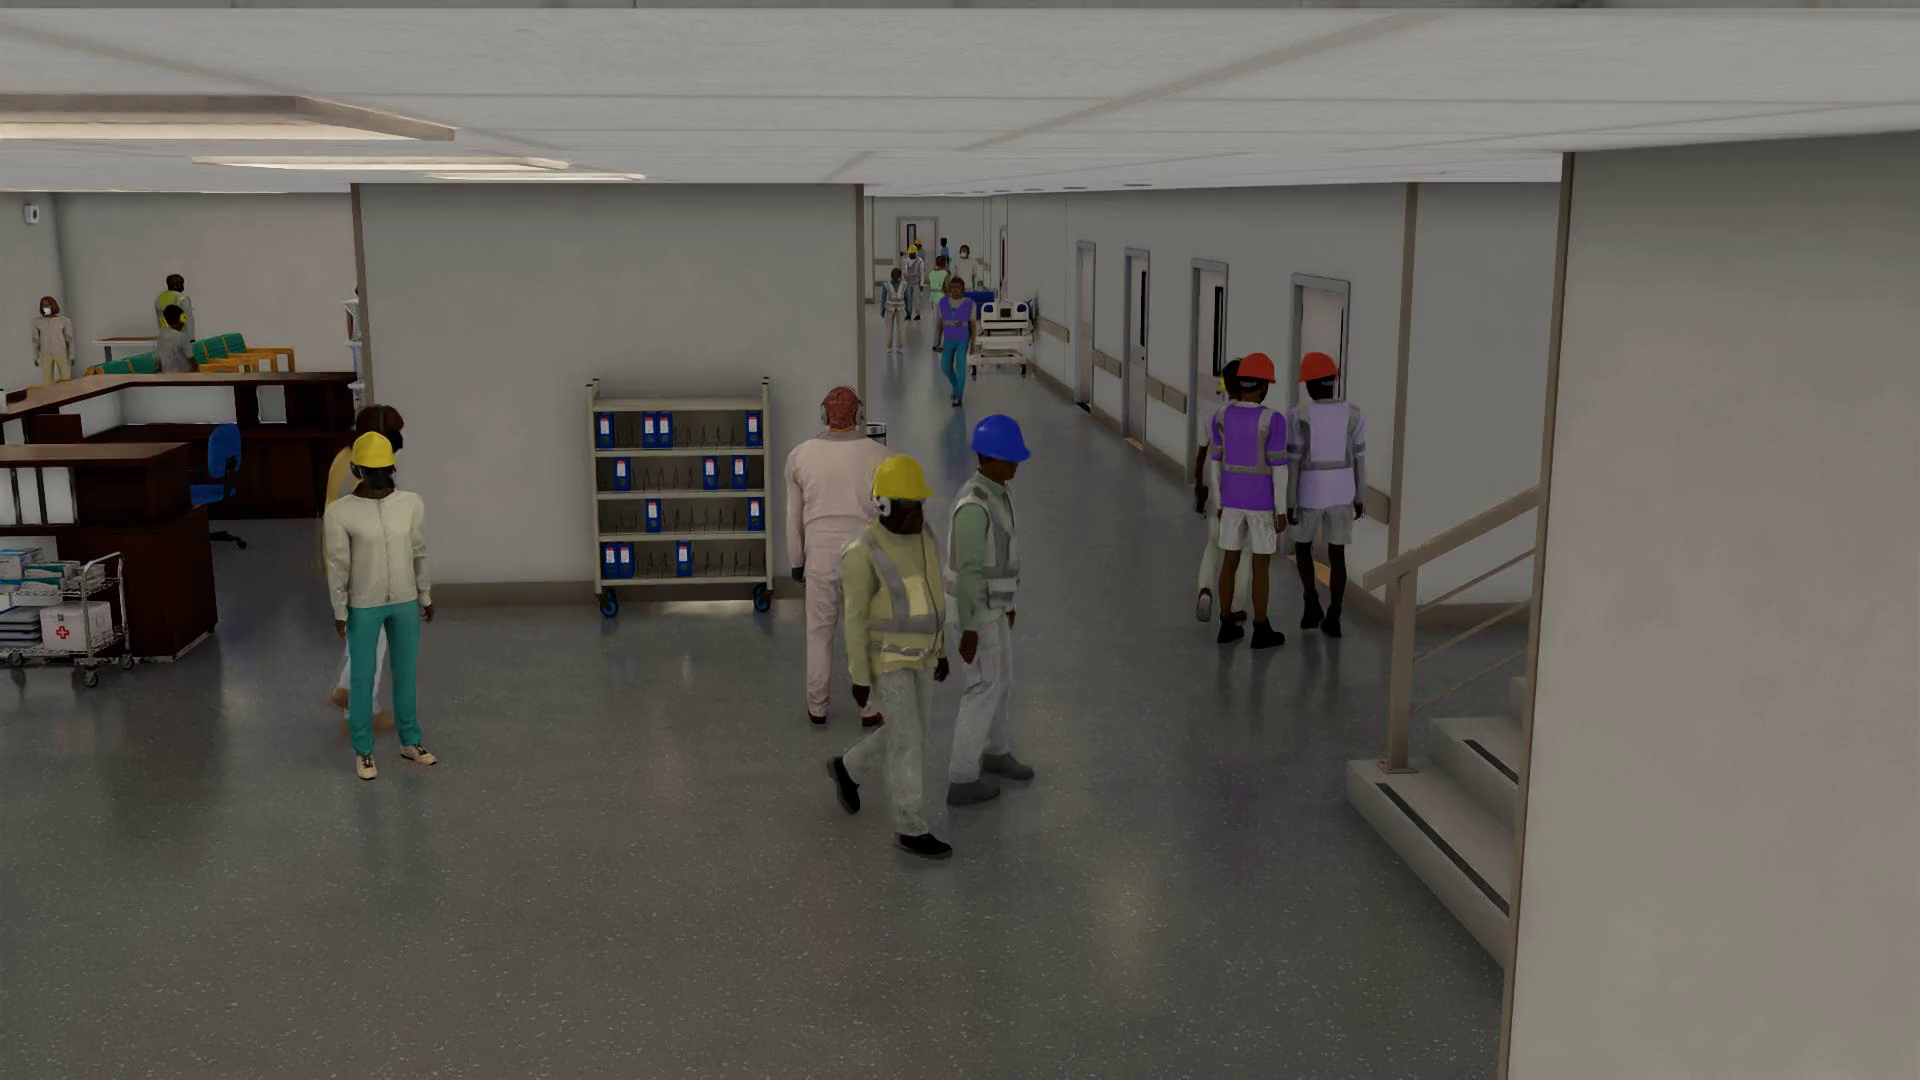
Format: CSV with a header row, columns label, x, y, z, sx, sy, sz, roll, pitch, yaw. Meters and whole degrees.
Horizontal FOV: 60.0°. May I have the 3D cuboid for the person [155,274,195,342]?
label,x,y,z,sx,sy,sz,roll,pitch,yaw
person,-11.415,-2.961,24.324,0.633,1.841,0.429,5,13,23

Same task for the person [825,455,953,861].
label,x,y,z,sx,sy,sz,roll,pitch,yaw
person,-0.333,0.495,7.495,0.727,1.813,0.593,7,14,32

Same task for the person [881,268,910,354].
label,x,y,z,sx,sy,sz,roll,pitch,yaw
person,-1.229,-4.359,31.710,0.571,1.604,0.712,-2,12,-8

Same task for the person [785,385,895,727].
label,x,y,z,sx,sy,sz,roll,pitch,yaw
person,-0.638,0.092,9.269,0.645,1.900,0.398,1,12,6

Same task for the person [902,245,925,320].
label,x,y,z,sx,sy,sz,roll,pitch,yaw
person,-1.152,-6.294,40.662,0.590,1.824,0.403,6,13,26

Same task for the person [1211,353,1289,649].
label,x,y,z,sx,sy,sz,roll,pitch,yaw
person,1.904,-0.255,10.874,0.543,1.933,0.364,9,15,38

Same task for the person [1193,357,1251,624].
label,x,y,z,sx,sy,sz,roll,pitch,yaw
person,1.855,-0.306,11.322,0.530,1.857,0.537,4,12,20

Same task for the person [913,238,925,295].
label,x,y,z,sx,sy,sz,roll,pitch,yaw
person,-1.305,-8.404,51.178,0.484,1.736,0.306,-1,12,-7

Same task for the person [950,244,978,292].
label,x,y,z,sx,sy,sz,roll,pitch,yaw
person,0.096,-5.587,36.923,0.629,1.937,0.378,-3,12,-14

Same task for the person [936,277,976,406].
label,x,y,z,sx,sy,sz,roll,pitch,yaw
person,-0.046,-2.832,23.707,0.597,1.832,0.468,4,12,19

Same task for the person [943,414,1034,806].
label,x,y,z,sx,sy,sz,roll,pitch,yaw
person,0.134,0.328,8.091,0.444,1.915,0.691,2,12,9

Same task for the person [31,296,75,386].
label,x,y,z,sx,sy,sz,roll,pitch,yaw
person,-12.195,-2.461,22.390,0.507,1.633,0.277,-3,12,-17

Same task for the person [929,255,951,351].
label,x,y,z,sx,sy,sz,roll,pitch,yaw
person,-0.381,-4.609,32.357,0.390,1.849,0.565,-11,16,-44

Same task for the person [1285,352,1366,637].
label,x,y,z,sx,sy,sz,roll,pitch,yaw
person,2.438,-0.300,11.141,0.577,1.911,0.401,0,12,1

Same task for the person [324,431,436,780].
label,x,y,z,sx,sy,sz,roll,pitch,yaw
person,-2.930,0.323,8.456,0.533,1.768,0.310,-11,16,-42

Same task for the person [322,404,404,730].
label,x,y,z,sx,sy,sz,roll,pitch,yaw
person,-3.249,0.163,9.120,0.439,1.820,0.647,-7,14,-31
